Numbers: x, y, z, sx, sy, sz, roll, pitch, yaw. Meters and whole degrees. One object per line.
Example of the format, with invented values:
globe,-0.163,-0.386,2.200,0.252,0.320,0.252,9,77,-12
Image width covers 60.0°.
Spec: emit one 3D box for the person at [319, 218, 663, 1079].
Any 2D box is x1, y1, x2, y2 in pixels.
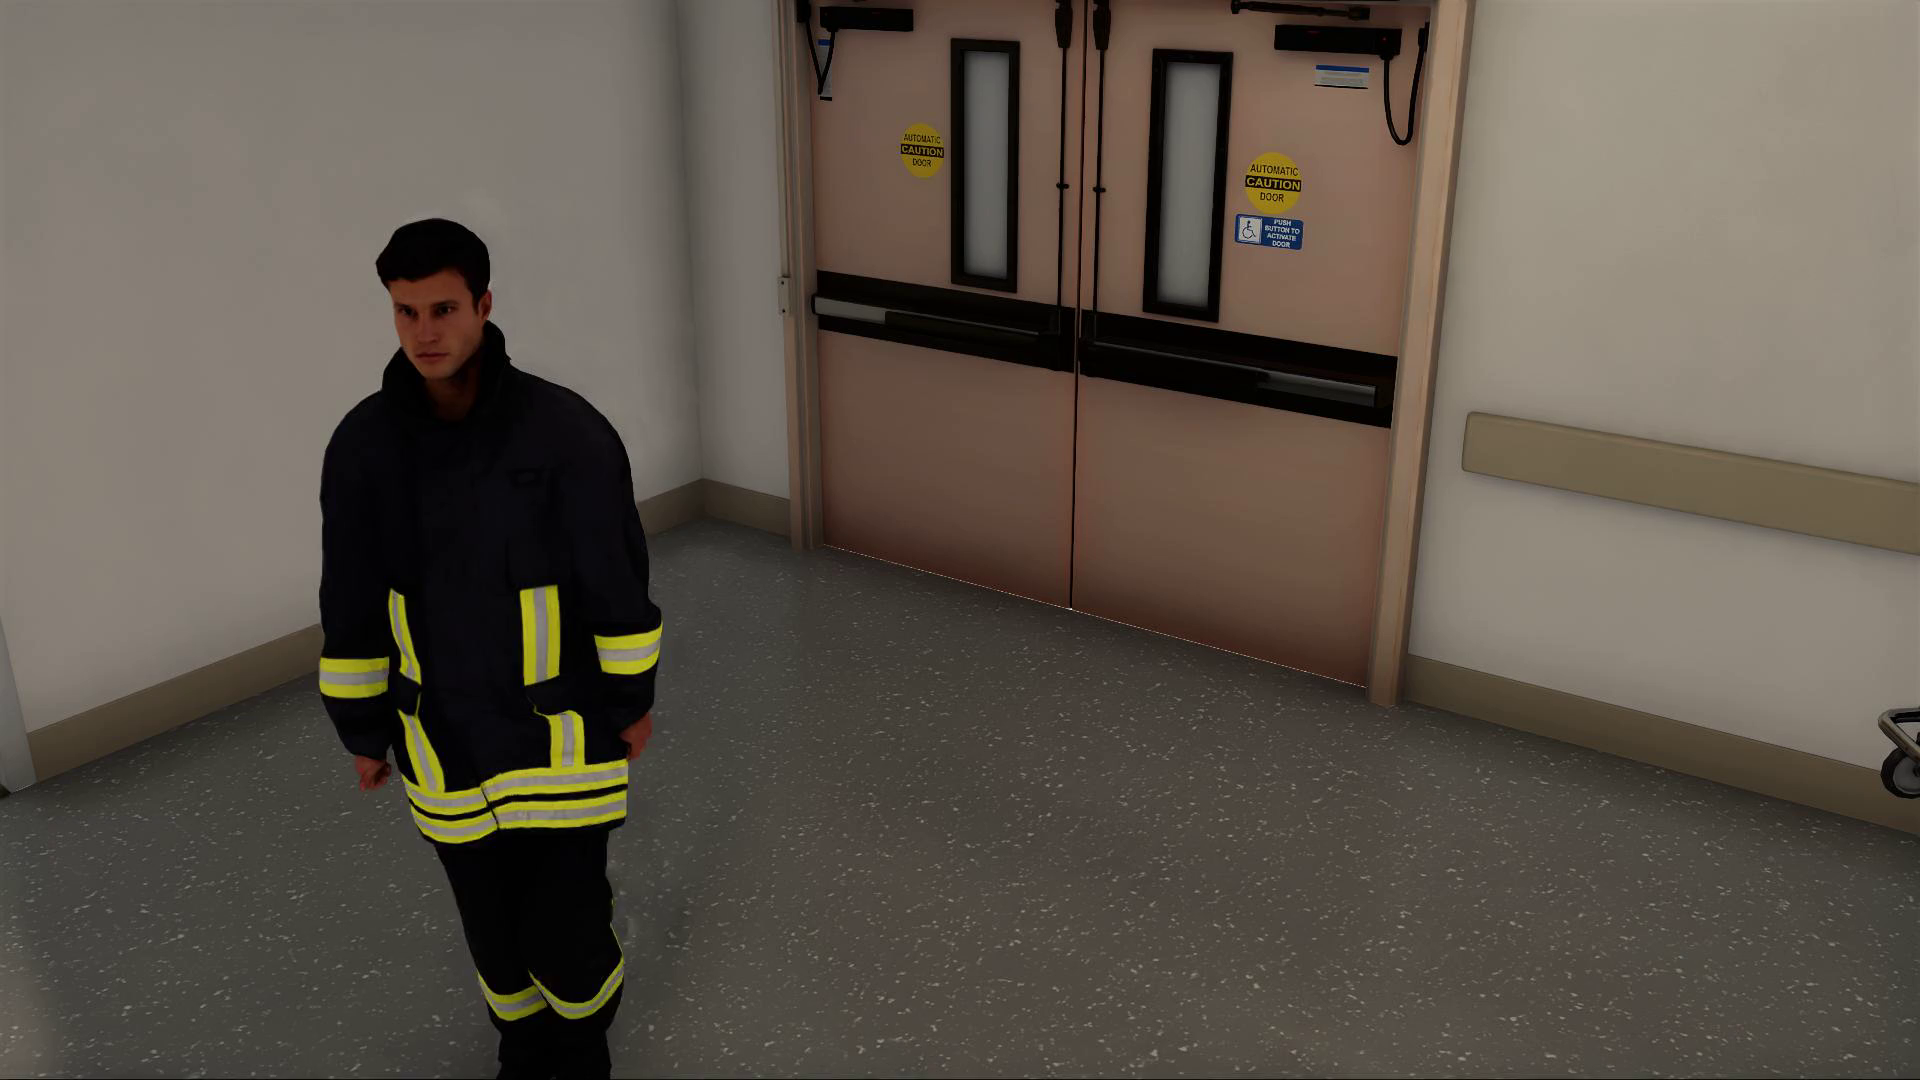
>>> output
person,-0.894,0.288,3.343,0.915,1.915,0.913,1,21,3
